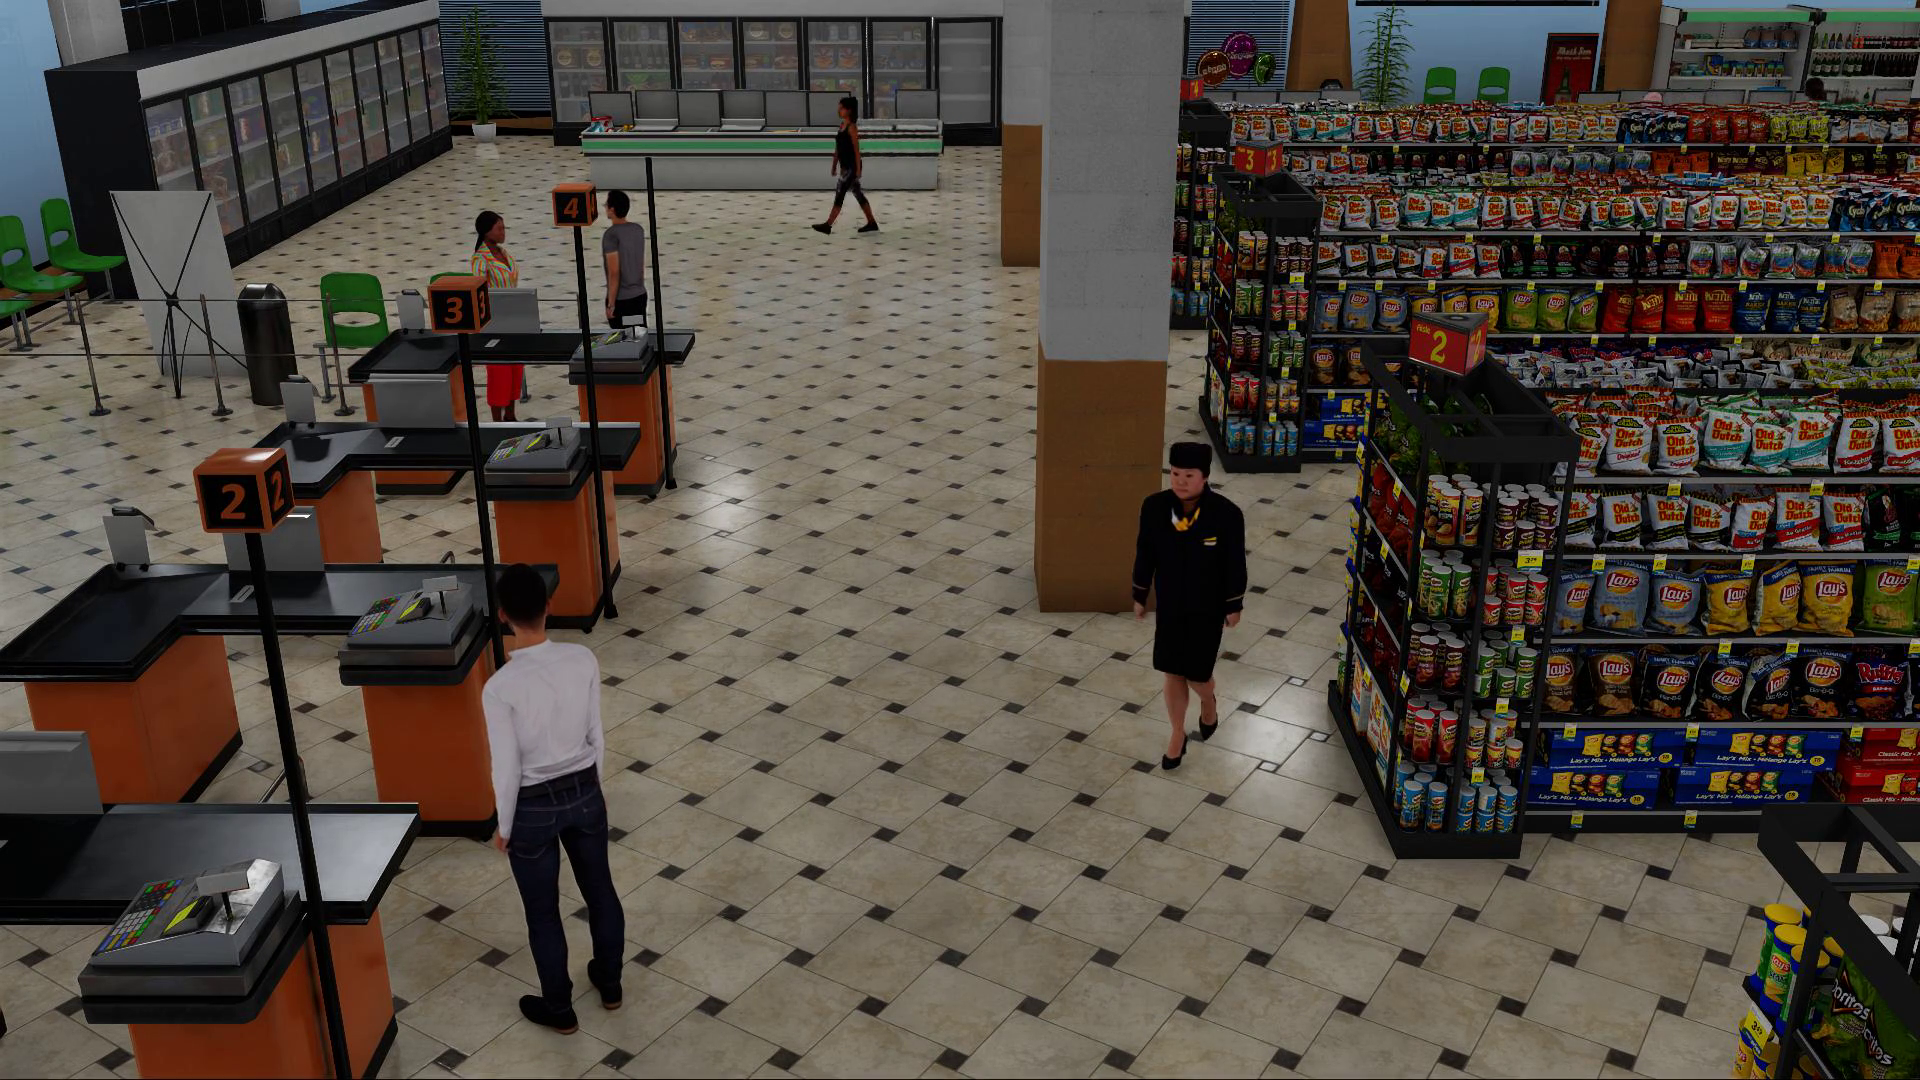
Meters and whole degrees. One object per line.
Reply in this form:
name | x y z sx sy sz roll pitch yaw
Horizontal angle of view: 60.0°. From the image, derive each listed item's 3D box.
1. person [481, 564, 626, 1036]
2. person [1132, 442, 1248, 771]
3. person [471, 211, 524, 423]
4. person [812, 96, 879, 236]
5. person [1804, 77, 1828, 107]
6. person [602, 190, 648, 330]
person | -1.490 0.966 6.125 0.715 1.872 0.786 -17 28 -37
person | 1.142 0.306 8.050 0.827 1.661 0.914 12 25 27
person | -3.505 -1.614 12.649 0.592 1.795 0.629 5 22 12
person | -1.242 -4.460 19.965 1.160 1.622 0.879 -9 24 -21
person | 10.804 -4.988 21.180 0.987 1.695 0.890 -9 24 -21
person | -2.736 -1.991 13.643 0.685 1.754 0.703 10 24 24
